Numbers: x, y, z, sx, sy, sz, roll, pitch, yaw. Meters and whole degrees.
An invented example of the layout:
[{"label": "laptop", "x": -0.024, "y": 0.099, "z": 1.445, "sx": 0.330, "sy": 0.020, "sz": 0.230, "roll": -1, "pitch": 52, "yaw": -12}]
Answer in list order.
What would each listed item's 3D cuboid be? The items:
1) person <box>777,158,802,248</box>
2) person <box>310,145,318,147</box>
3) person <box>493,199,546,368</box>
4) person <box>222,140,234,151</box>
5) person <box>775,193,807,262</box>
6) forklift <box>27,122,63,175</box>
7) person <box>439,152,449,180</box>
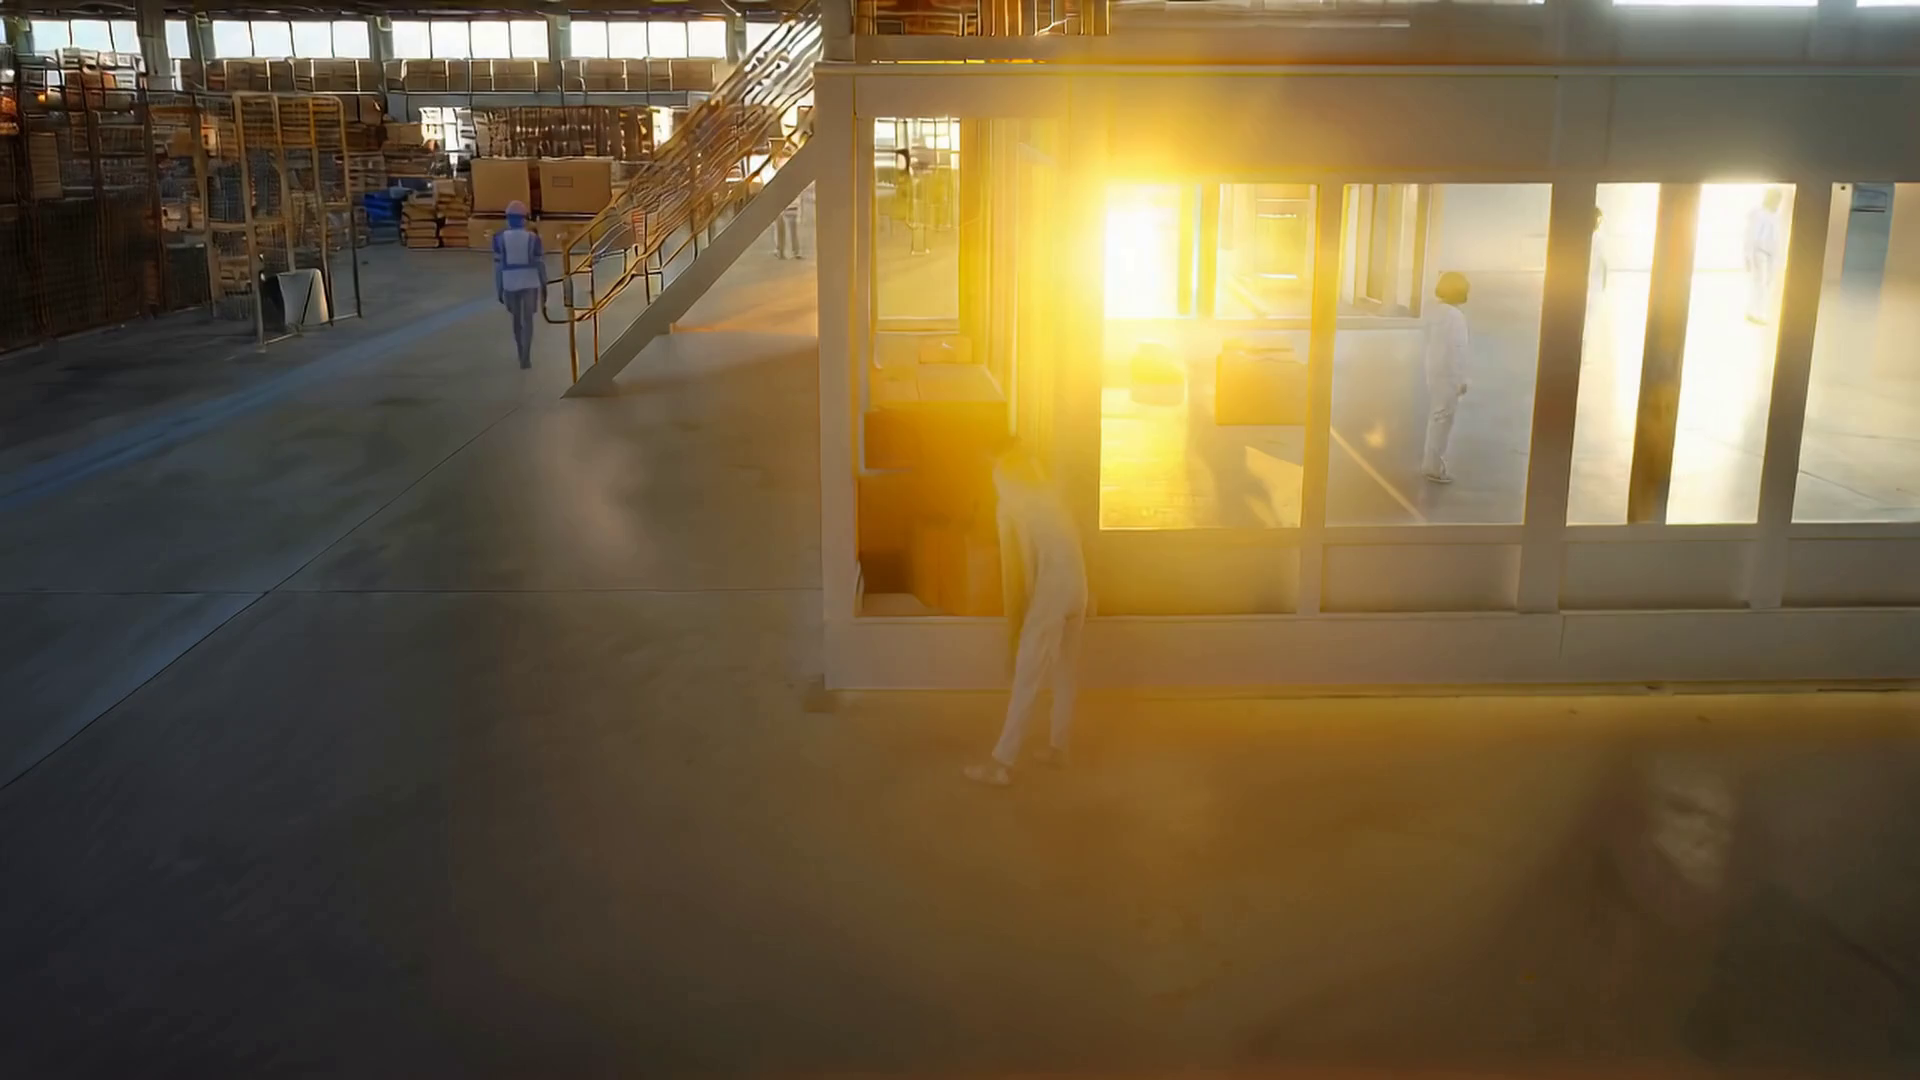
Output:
[{"label": "person", "x": -3.781, "y": -7.515, "z": 37.182, "sx": 0.655, "sy": 2.002, "sz": 0.919, "roll": -13, "pitch": 19, "yaw": -42}, {"label": "person", "x": -36.288, "y": -21.525, "z": 93.518, "sx": 0.648, "sy": 1.838, "sz": 0.432, "roll": -2, "pitch": 14, "yaw": -8}, {"label": "person", "x": -5.044, "y": -2.940, "z": 19.077, "sx": 0.554, "sy": 1.906, "sz": 0.904, "roll": -3, "pitch": 14, "yaw": -10}, {"label": "person", "x": -36.952, "y": -19.216, "z": 84.045, "sx": 0.604, "sy": 1.947, "sz": 1.043, "roll": -7, "pitch": 16, "yaw": -28}, {"label": "person", "x": -3.439, "y": -6.571, "z": 33.651, "sx": 0.627, "sy": 1.873, "sz": 0.461, "roll": 5, "pitch": 15, "yaw": 19}, {"label": "forklift", "x": -35.376, "y": -14.773, "z": 64.377, "sx": 1.129, "sy": 2.768, "sz": 1.873, "roll": -1, "pitch": 14, "yaw": -2}, {"label": "person", "x": -18.702, "y": -13.246, "z": 60.592, "sx": 0.779, "sy": 1.742, "sz": 0.527, "roll": -8, "pitch": 16, "yaw": -29}]
